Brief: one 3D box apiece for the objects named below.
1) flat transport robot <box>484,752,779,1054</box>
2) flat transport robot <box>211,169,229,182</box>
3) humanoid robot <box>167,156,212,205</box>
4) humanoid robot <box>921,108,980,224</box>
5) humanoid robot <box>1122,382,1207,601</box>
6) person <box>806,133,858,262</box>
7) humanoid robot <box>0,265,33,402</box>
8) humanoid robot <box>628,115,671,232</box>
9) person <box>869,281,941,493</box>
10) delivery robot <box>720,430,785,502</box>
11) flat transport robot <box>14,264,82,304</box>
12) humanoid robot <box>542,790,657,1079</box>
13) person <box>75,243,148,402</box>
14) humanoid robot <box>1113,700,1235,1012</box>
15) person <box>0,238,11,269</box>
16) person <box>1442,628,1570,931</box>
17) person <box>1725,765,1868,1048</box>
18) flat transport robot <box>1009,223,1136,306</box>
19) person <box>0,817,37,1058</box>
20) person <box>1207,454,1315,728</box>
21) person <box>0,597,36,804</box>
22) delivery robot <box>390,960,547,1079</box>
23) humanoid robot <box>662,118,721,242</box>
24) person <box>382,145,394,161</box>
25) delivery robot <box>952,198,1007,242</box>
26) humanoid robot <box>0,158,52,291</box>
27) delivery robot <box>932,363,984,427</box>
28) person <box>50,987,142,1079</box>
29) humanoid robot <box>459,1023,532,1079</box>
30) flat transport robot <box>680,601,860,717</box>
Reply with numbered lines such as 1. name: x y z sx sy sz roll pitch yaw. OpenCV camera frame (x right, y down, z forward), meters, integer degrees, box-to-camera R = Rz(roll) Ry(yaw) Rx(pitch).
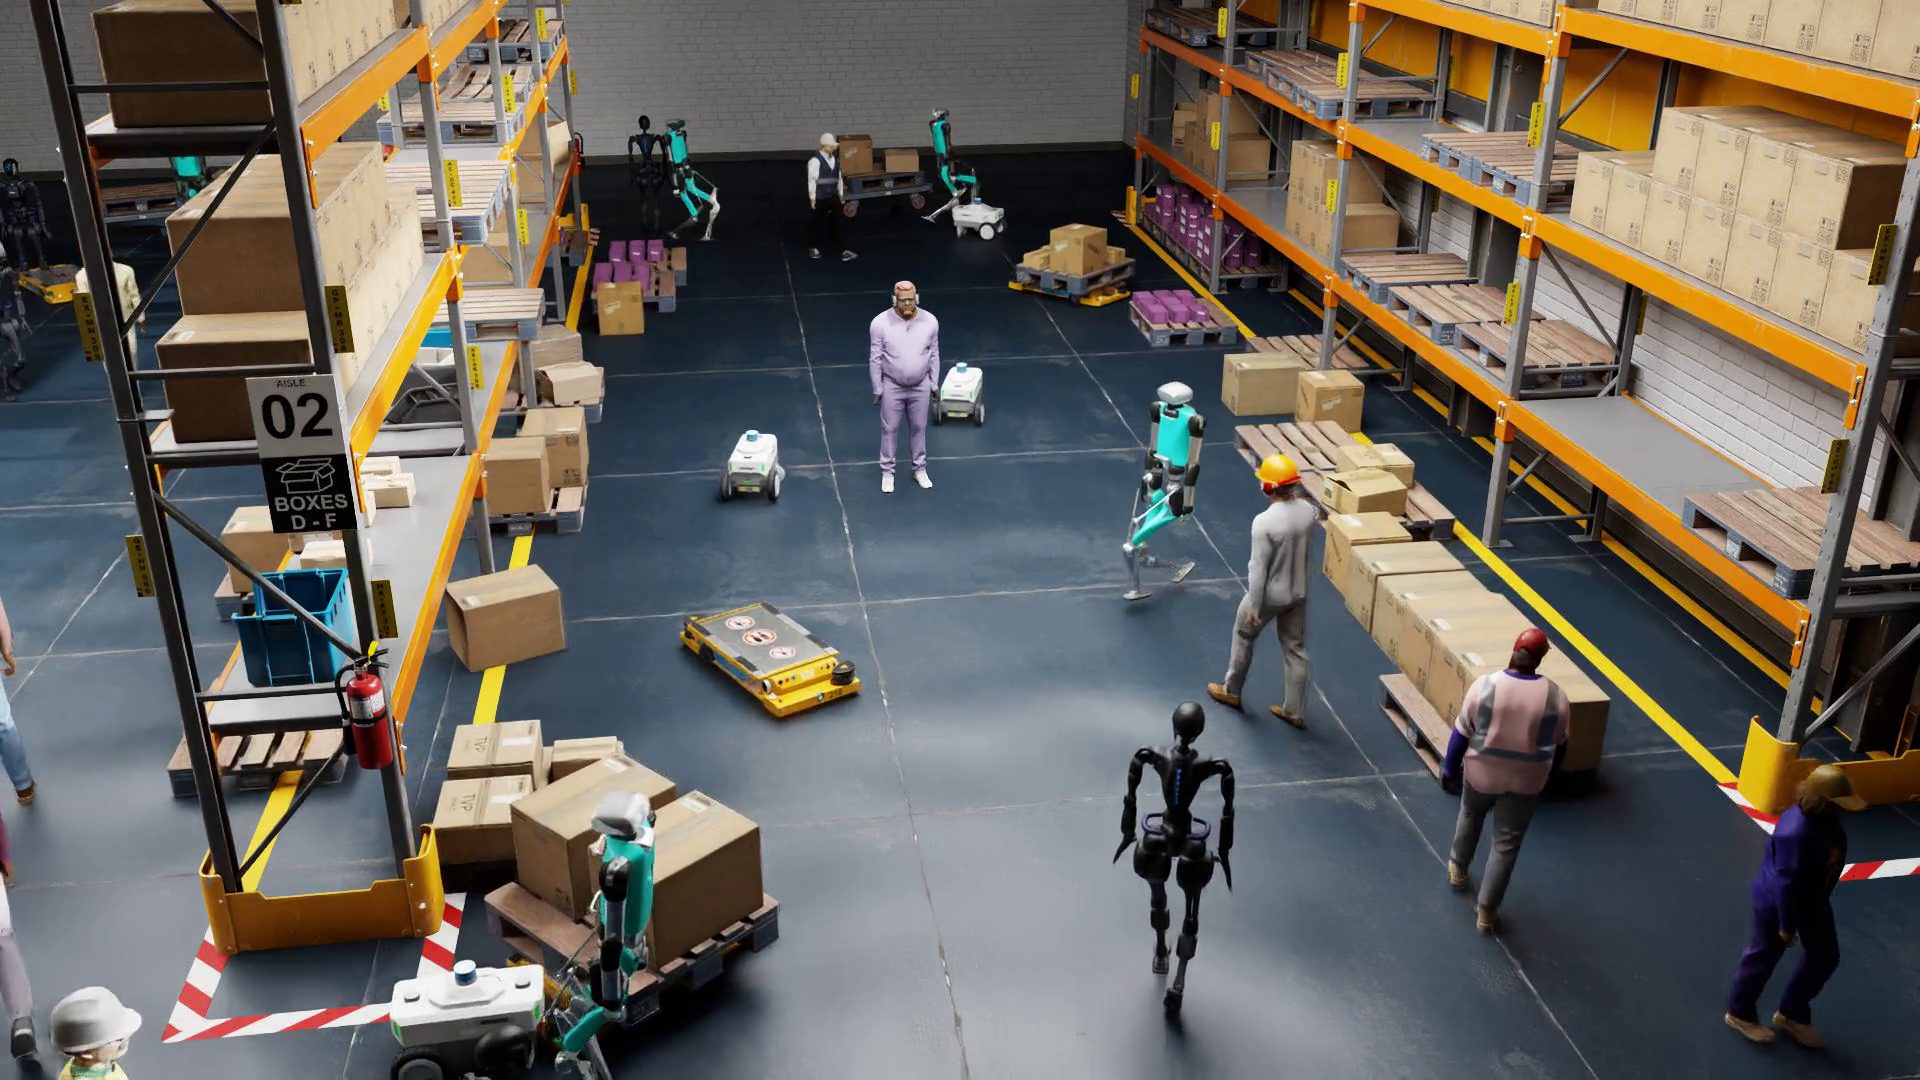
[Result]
1. flat transport robot: -1.704 2.160 8.757 0.659 0.231 1.431 20 30 37
2. flat transport robot: -9.883 -4.367 23.627 0.659 0.231 1.431 -3 24 -6
3. humanoid robot: -10.363 -4.774 22.756 0.531 1.773 0.916 2 24 4
4. humanoid robot: -0.047 -5.418 24.222 1.054 1.736 0.538 -11 26 -23
5. humanoid robot: 1.460 -0.304 12.535 1.019 1.727 0.540 -16 28 -33
6. person: -1.781 -4.580 22.319 0.734 1.700 0.964 -18 30 -36
7. humanoid robot: -9.907 -2.253 17.054 0.429 1.641 0.612 22 32 40
8. humanoid robot: -4.474 -5.289 23.963 0.589 1.649 0.396 -3 24 -6
9. person: -0.476 -1.358 14.734 0.638 1.910 0.410 -6 24 -14
10. delivery robot: -1.841 -0.681 14.861 0.516 0.585 0.754 1 24 3
11. flat transport robot: -11.430 -3.259 21.103 0.659 0.231 1.431 -22 32 -40
12. humanoid robot: -1.660 1.915 7.491 0.674 1.785 0.538 2 24 4
13. person: -8.644 -2.257 16.994 0.589 1.731 0.458 -17 29 -33
14. humanoid robot: 1.064 1.575 8.367 0.614 1.638 0.626 5 24 11
15. person: -13.024 -4.511 21.941 0.676 1.885 1.005 -21 31 -39
16. person: 2.960 1.238 9.059 0.610 1.717 0.763 8 25 18
17. person: 4.054 1.777 7.958 0.478 1.601 0.561 -17 29 -34
18. flat transport robot: 1.375 -3.209 20.988 1.431 0.231 0.659 19 30 36
19. person: -4.804 1.608 7.974 0.490 1.921 0.851 -18 30 -35
20. person: 2.045 0.302 11.013 0.596 1.865 0.826 -13 27 -27
21. person: -5.965 0.722 9.891 0.620 1.989 0.399 -19 30 -37
22. delivery robot: -2.403 2.316 8.066 0.783 0.611 0.519 -5 24 -10
23. humanoid robot: -3.695 -4.973 23.168 0.952 1.728 0.555 9 25 19
24. person: -7.306 -4.265 21.561 0.589 1.734 0.387 7 25 16
25. delivery robot: 0.266 -4.578 23.743 0.743 0.587 0.523 9 25 20
26. humanoid robot: -11.796 -3.982 20.980 0.599 1.657 0.315 -3 24 -8
27. delivery robot: 0.012 -1.464 16.665 0.499 0.601 0.788 3 24 8
28. person: -3.140 2.439 6.138 0.855 1.864 0.483 -8 25 -17
29. humanoid robot: -1.685 2.530 6.184 0.589 1.643 0.431 13 27 27
30. flat transport robot: -1.372 0.815 11.822 0.659 0.231 1.431 -17 29 -33
